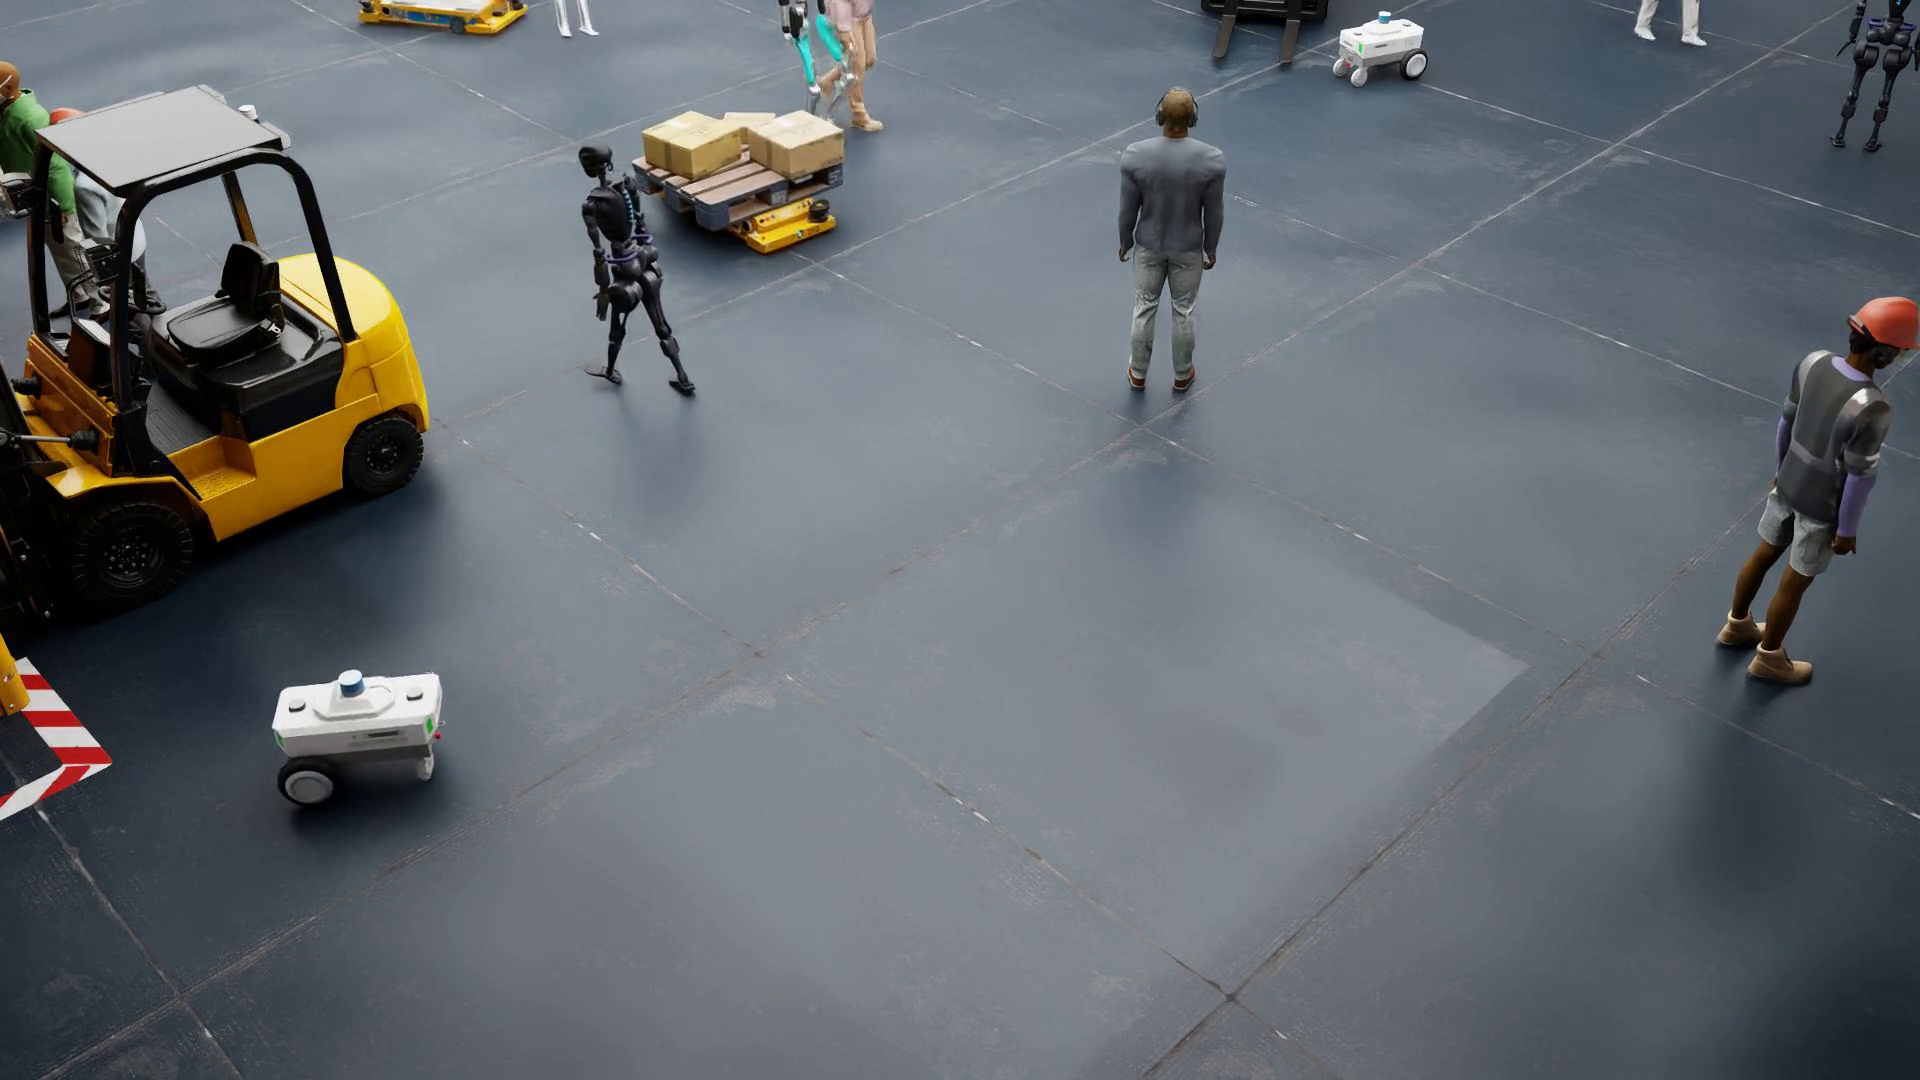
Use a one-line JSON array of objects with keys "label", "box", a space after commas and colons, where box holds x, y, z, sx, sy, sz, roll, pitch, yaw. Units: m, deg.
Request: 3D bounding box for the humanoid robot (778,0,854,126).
[{"label": "humanoid robot", "box": [-1.105, -4.033, 13.234, 0.532, 1.856, 0.763, -20, 41, -25]}]

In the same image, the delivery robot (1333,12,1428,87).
[{"label": "delivery robot", "box": [3.660, -4.303, 14.511, 0.765, 0.585, 0.499, -16, 40, -20]}]

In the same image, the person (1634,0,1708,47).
[{"label": "person", "box": [6.509, -5.203, 14.843, 0.519, 1.609, 0.761, -18, 40, -22]}]

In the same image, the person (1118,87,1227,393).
[{"label": "person", "box": [1.247, -1.767, 9.972, 0.626, 1.936, 0.372, 6, 37, 8]}]

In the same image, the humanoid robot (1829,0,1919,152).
[{"label": "humanoid robot", "box": [7.237, -3.896, 13.023, 0.599, 1.657, 0.315, 17, 40, 22]}]

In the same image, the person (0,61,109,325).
[{"label": "person", "box": [-5.879, -2.207, 10.687, 0.538, 1.784, 0.383, 25, 44, 30]}]

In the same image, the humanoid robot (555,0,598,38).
[{"label": "humanoid robot", "box": [-3.557, -5.455, 15.036, 0.533, 1.743, 0.710, -20, 41, -25]}]

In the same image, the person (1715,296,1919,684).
[{"label": "person", "box": [4.043, -0.223, 7.824, 0.388, 2.034, 0.605, -6, 37, -8]}]

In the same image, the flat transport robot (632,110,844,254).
[{"label": "flat transport robot", "box": [-1.632, -2.544, 12.403, 0.659, 0.231, 1.431, -28, 45, -32]}]

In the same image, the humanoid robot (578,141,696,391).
[{"label": "humanoid robot", "box": [-2.003, -1.624, 10.027, 0.765, 1.617, 0.609, 13, 39, 17]}]

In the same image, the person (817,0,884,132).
[{"label": "person", "box": [-0.900, -4.200, 13.372, 0.575, 1.757, 0.576, 12, 38, 15]}]

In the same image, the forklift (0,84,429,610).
[{"label": "forklift", "box": [-4.145, -1.093, 8.856, 2.313, 2.155, 1.214, -31, 47, -34]}]

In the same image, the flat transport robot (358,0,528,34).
[{"label": "flat transport robot", "box": [-4.898, -5.043, 15.747, 1.431, 0.231, 0.659, 9, 38, 12]}]

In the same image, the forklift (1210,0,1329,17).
[{"label": "forklift", "box": [3.106, -6.400, 15.960, 1.214, 2.155, 2.313, 8, 37, 10]}]

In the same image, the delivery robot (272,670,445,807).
[{"label": "delivery robot", "box": [-2.766, 0.862, 7.619, 0.784, 0.613, 0.501, -5, 37, -7]}]

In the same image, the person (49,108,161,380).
[{"label": "person", "box": [-5.186, -1.804, 10.182, 0.351, 1.740, 0.571, -4, 37, -5]}]
